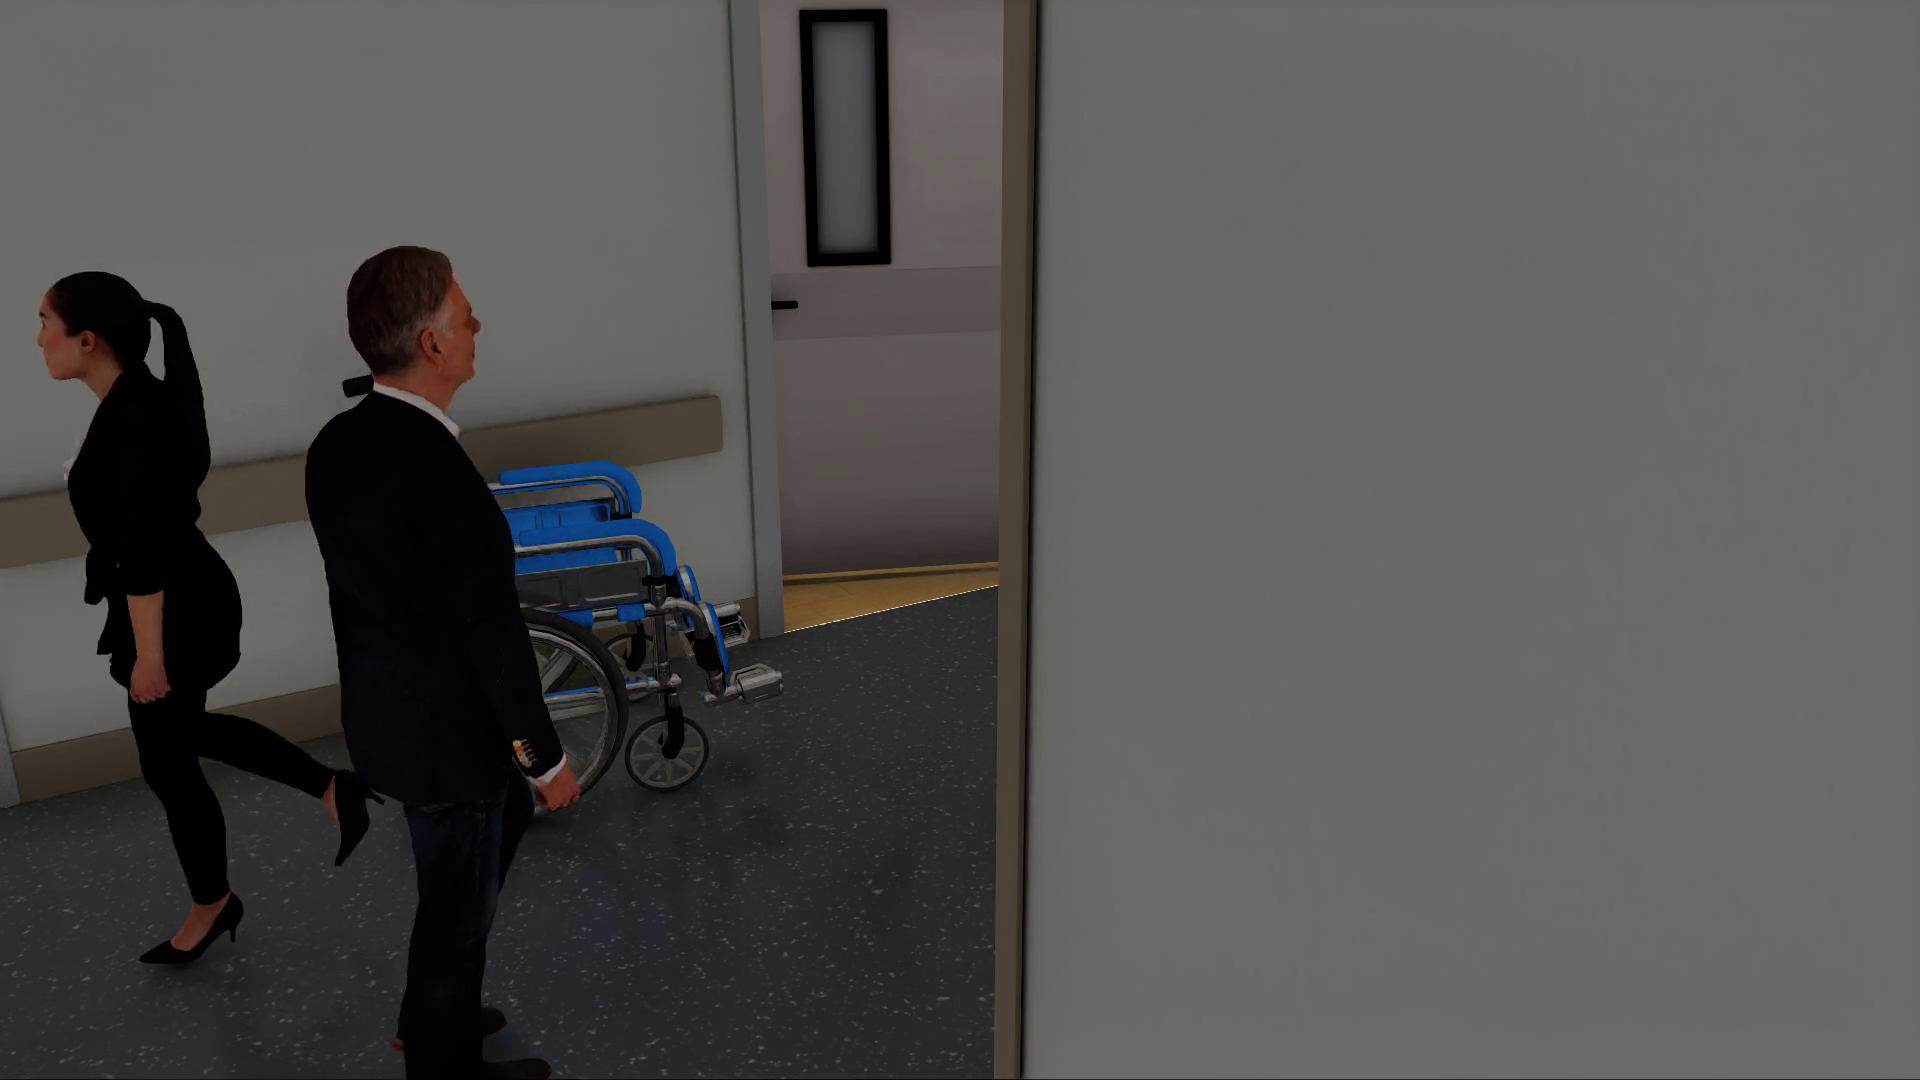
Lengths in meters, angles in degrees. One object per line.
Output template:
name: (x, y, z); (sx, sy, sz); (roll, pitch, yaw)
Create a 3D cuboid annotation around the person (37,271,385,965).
person: (-1.721, 0.199, 3.845); (0.851, 1.646, 0.665); (-8, 22, -21)

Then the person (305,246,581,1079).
person: (-1.086, 0.359, 3.201); (0.659, 1.802, 0.721); (-15, 25, -34)
